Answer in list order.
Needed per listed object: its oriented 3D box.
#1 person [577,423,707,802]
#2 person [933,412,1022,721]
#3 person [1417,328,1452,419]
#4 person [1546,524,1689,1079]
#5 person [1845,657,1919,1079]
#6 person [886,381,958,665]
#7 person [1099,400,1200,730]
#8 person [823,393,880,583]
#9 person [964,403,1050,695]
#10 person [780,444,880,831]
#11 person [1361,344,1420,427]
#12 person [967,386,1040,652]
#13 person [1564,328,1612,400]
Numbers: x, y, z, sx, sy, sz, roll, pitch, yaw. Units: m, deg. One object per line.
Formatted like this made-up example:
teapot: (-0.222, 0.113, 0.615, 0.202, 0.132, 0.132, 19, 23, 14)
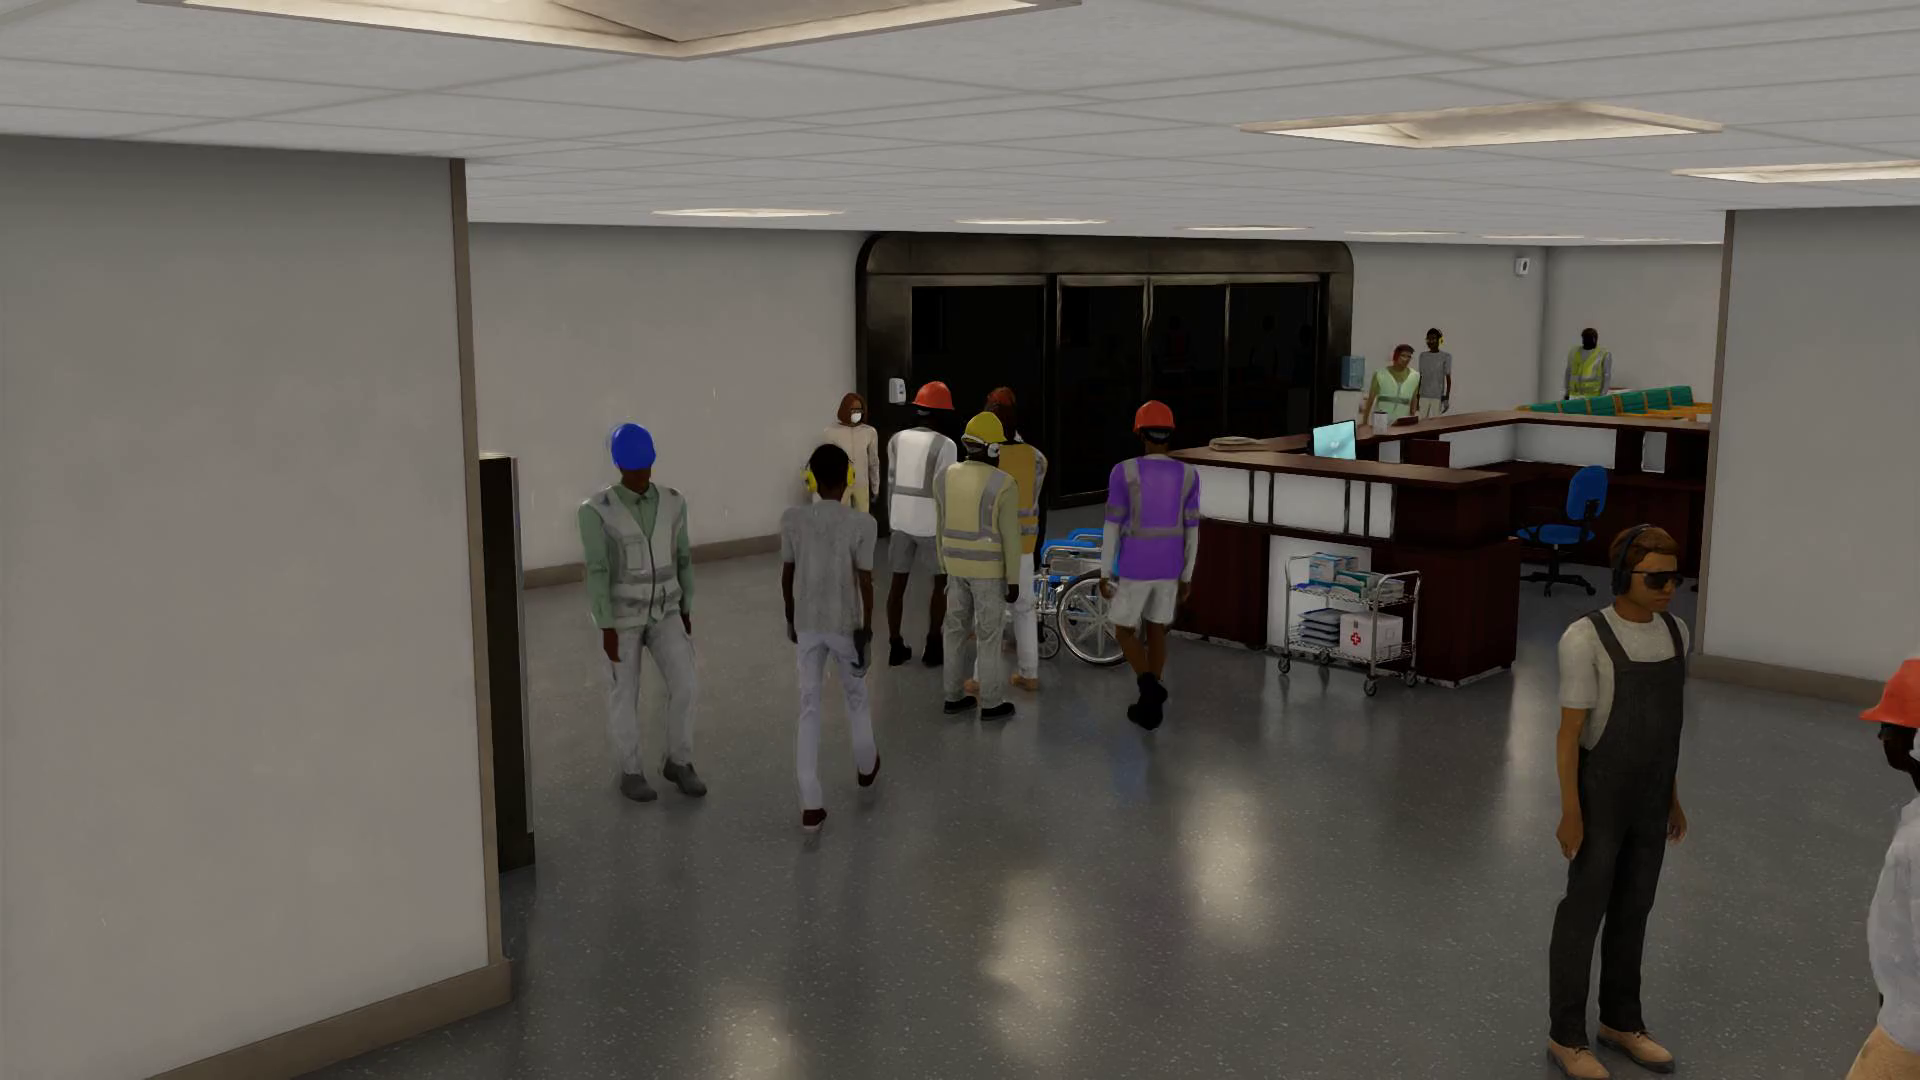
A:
person: (-1.556, 0.376, 8.199, 0.614, 1.912, 0.592, -7, 12, -36)
person: (0.119, 0.160, 9.803, 0.596, 1.828, 0.403, 7, 11, 36)
person: (6.309, -1.895, 22.252, 0.516, 1.873, 0.329, 8, 12, 41)
person: (2.168, 0.857, 5.444, 0.513, 1.843, 0.334, -4, 10, -24)
person: (2.398, 1.134, 4.180, 0.905, 1.696, 0.585, 8, 12, 40)
person: (-0.239, -0.102, 11.158, 0.545, 1.911, 0.512, 6, 11, 34)
person: (1.111, 0.173, 9.468, 0.591, 1.904, 0.697, -2, 10, -15)
person: (-0.915, -0.429, 14.023, 0.504, 1.627, 0.285, -4, 10, -24)
person: (0.260, 0.060, 10.407, 0.626, 1.832, 0.432, -5, 11, -29)
person: (-0.632, 0.436, 8.131, 0.494, 1.814, 0.940, 1, 9, 4)
person: (4.957, -1.390, 19.400, 0.672, 1.796, 0.718, -2, 9, -10)
person: (0.319, -0.157, 11.667, 0.457, 1.852, 0.649, -1, 9, -8)
person: (8.749, -2.039, 23.264, 0.649, 1.836, 0.430, 8, 13, 42)
